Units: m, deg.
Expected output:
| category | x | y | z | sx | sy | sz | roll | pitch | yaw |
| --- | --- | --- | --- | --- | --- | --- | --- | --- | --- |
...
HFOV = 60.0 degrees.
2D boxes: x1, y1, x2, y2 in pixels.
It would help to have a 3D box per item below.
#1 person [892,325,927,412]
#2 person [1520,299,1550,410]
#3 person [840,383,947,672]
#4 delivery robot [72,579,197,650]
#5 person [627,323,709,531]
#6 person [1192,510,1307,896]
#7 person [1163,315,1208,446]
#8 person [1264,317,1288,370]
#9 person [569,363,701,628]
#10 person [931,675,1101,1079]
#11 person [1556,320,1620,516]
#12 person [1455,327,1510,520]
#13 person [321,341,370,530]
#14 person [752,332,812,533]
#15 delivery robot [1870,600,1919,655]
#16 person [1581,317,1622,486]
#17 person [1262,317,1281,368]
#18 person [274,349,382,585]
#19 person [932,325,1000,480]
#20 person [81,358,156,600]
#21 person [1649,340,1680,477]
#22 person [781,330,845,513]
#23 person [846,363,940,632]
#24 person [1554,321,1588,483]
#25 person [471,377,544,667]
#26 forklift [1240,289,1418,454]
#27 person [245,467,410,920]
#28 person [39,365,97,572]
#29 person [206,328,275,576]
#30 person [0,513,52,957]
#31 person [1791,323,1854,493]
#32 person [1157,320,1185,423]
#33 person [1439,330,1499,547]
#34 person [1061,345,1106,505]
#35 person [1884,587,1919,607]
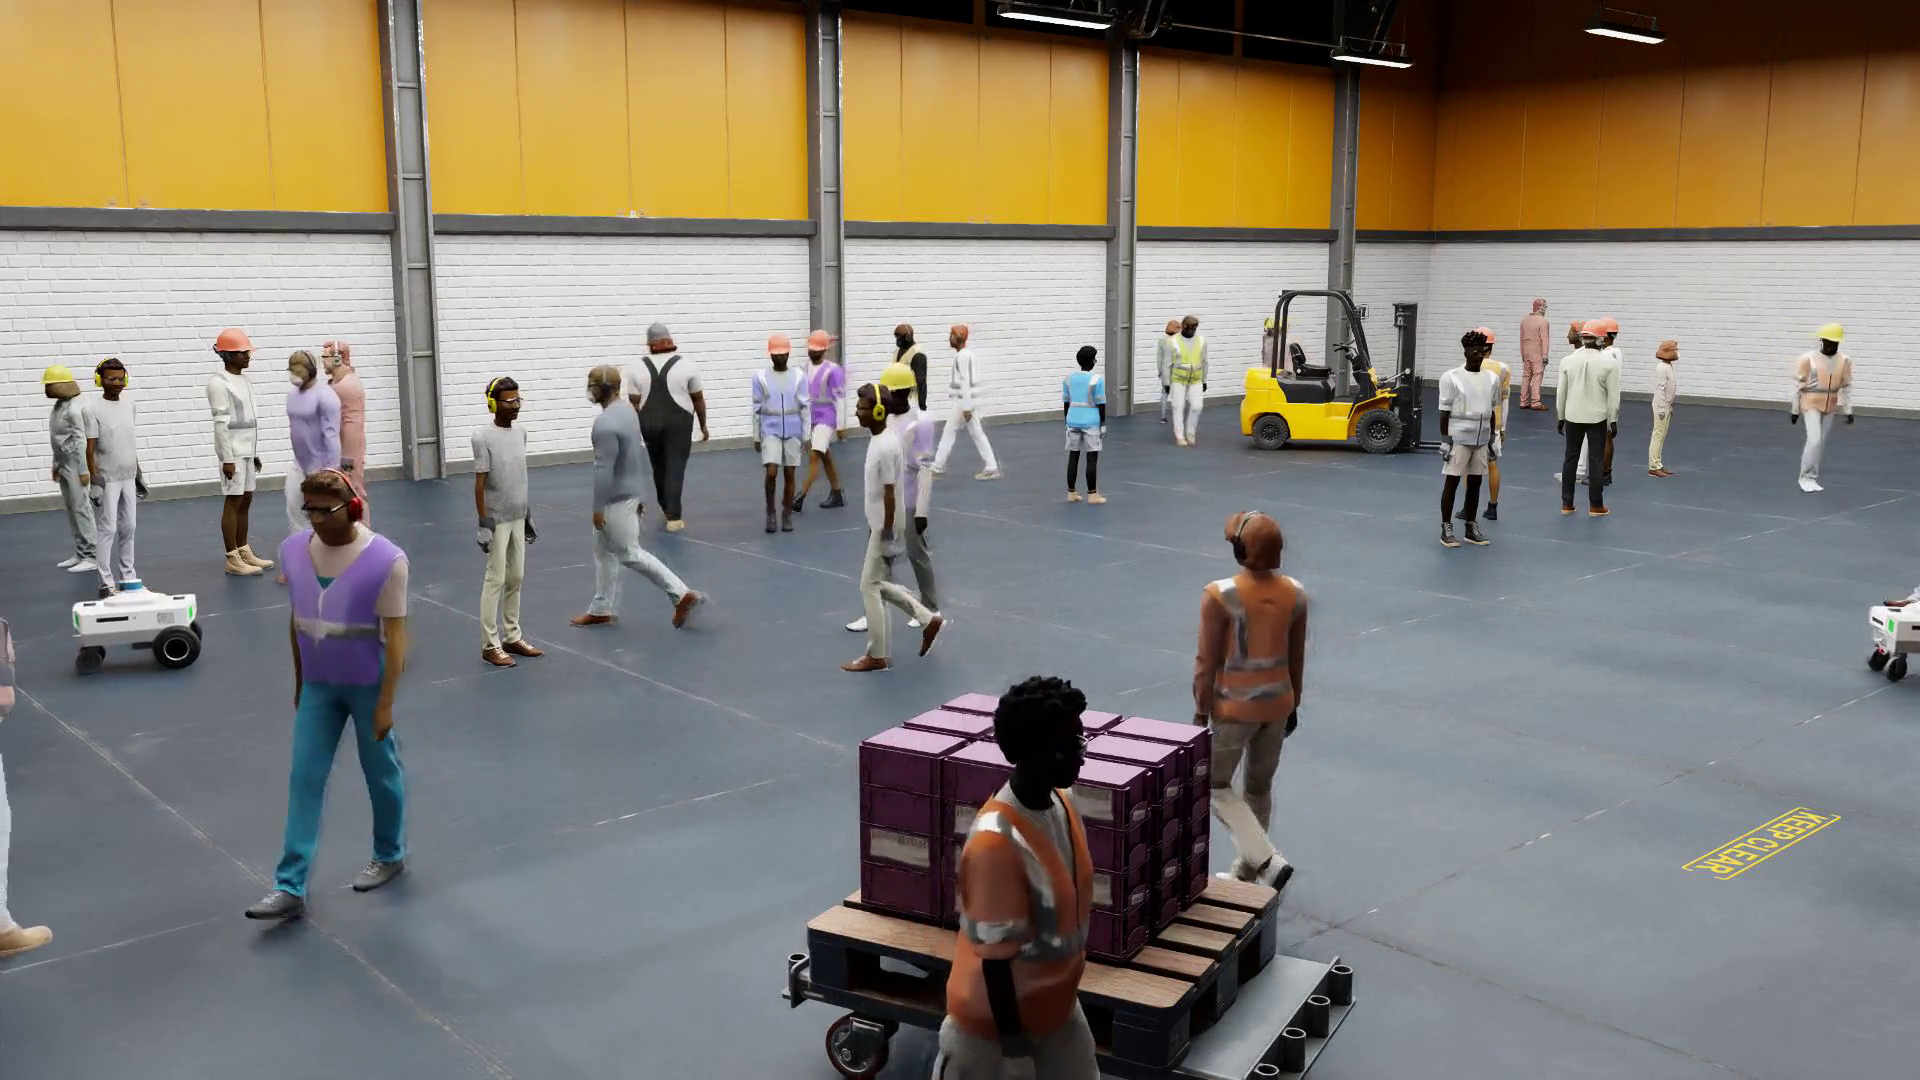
| category | x | y | z | sx | sy | sz | roll | pitch | yaw |
| --- | --- | --- | --- | --- | --- | --- | --- | --- | --- |
| person | -0.624 | -1.766 | 20.647 | 0.529 | 1.795 | 0.787 | -5 | 11 | -27 |
| person | 9.900 | -3.181 | 28.556 | 0.402 | 1.906 | 0.652 | -3 | 10 | -19 |
| person | -0.436 | -0.076 | 10.542 | 0.595 | 1.851 | 0.542 | 0 | 10 | -2 |
| delivery robot | -5.304 | 0.497 | 10.701 | 0.707 | 0.478 | 0.477 | -4 | 11 | -23 |
| person | -2.828 | -1.144 | 16.238 | 0.700 | 2.000 | 1.015 | 1 | 10 | 5 |
| person | 1.185 | 0.695 | 6.664 | 0.530 | 1.624 | 0.502 | -5 | 11 | -28 |
| person | 3.133 | -2.195 | 23.037 | 0.661 | 1.820 | 0.474 | -2 | 10 | -10 |
| person | 4.559 | -2.399 | 24.485 | 0.770 | 1.740 | 0.527 | -6 | 11 | -31 |
| person | -2.307 | -0.293 | 11.692 | 0.913 | 1.906 | 0.640 | 0 | 10 | 2 |
| person | 0.156 | 1.130 | 4.061 | 0.903 | 1.644 | 0.544 | 5 | 11 | 27 |
| person | 6.393 | -1.239 | 16.931 | 0.622 | 1.990 | 0.394 | 7 | 12 | 37 |
| person | 5.188 | -1.154 | 16.605 | 0.547 | 1.934 | 0.375 | -1 | 10 | -5 |
| person | -5.375 | -0.781 | 14.504 | 0.401 | 1.907 | 0.646 | -4 | 10 | -22 |
| person | -1.682 | -1.005 | 15.807 | 0.545 | 1.918 | 0.578 | -2 | 10 | -13 |
| delivery robot | 6.110 | 0.548 | 10.402 | 0.707 | 0.478 | 0.477 | 1 | 10 | 8 |
| person | 7.397 | -1.590 | 19.149 | 0.356 | 1.937 | 0.552 | 6 | 11 | 31 |
| person | 5.228 | -2.919 | 27.878 | 0.365 | 1.618 | 0.498 | -7 | 12 | -37 |
| person | -5.158 | -0.605 | 13.487 | 0.637 | 1.905 | 0.827 | 7 | 12 | 36 |
| person | 0.015 | -1.603 | 19.550 | 1.011 | 1.829 | 0.597 | 1 | 10 | 9 |
| person | -6.459 | -0.462 | 12.758 | 0.313 | 1.864 | 0.534 | 3 | 10 | 17 |
| person | 8.462 | -1.579 | 19.966 | 0.280 | 1.636 | 0.500 | 6 | 11 | 32 |
| person | -1.530 | -1.216 | 17.117 | 0.579 | 1.876 | 1.006 | 9 | 13 | 42 |
| person | -0.416 | -0.295 | 11.701 | 0.653 | 1.913 | 0.631 | -8 | 13 | -40 |
| person | 7.196 | -1.605 | 19.406 | 0.355 | 1.880 | 0.572 | 2 | 10 | 13 |
| person | -2.937 | -0.126 | 10.782 | 0.309 | 1.868 | 0.534 | 4 | 10 | 22 |
| forklift | 5.034 | -2.339 | 22.783 | 2.313 | 2.155 | 1.214 | 3 | 10 | 16 |
| person | -2.504 | 0.616 | 6.630 | 0.587 | 1.795 | 0.924 | 2 | 10 | 13 |
| person | -7.482 | -0.601 | 13.961 | 0.492 | 1.734 | 0.335 | 9 | 13 | 42 |
| person | -5.966 | -0.728 | 13.796 | 0.375 | 2.044 | 0.604 | 0 | 10 | -3 |
| person | -3.804 | 0.714 | 6.084 | 0.637 | 1.811 | 0.660 | 9 | 13 | 41 |
| person | 9.644 | -1.471 | 18.594 | 0.588 | 1.898 | 0.609 | -1 | 10 | -6 |
| person | 3.352 | -2.655 | 26.274 | 0.507 | 1.632 | 0.266 | 6 | 11 | 32 |
| person | 4.631 | -0.920 | 15.142 | 0.605 | 1.966 | 0.367 | -3 | 10 | -18 |
| person | 1.329 | -1.219 | 17.679 | 0.540 | 1.695 | 0.317 | 7 | 12 | 37 |
| person | 7.273 | -0.311 | 11.898 | 0.985 | 1.854 | 0.655 | -1 | 10 | -3 |
